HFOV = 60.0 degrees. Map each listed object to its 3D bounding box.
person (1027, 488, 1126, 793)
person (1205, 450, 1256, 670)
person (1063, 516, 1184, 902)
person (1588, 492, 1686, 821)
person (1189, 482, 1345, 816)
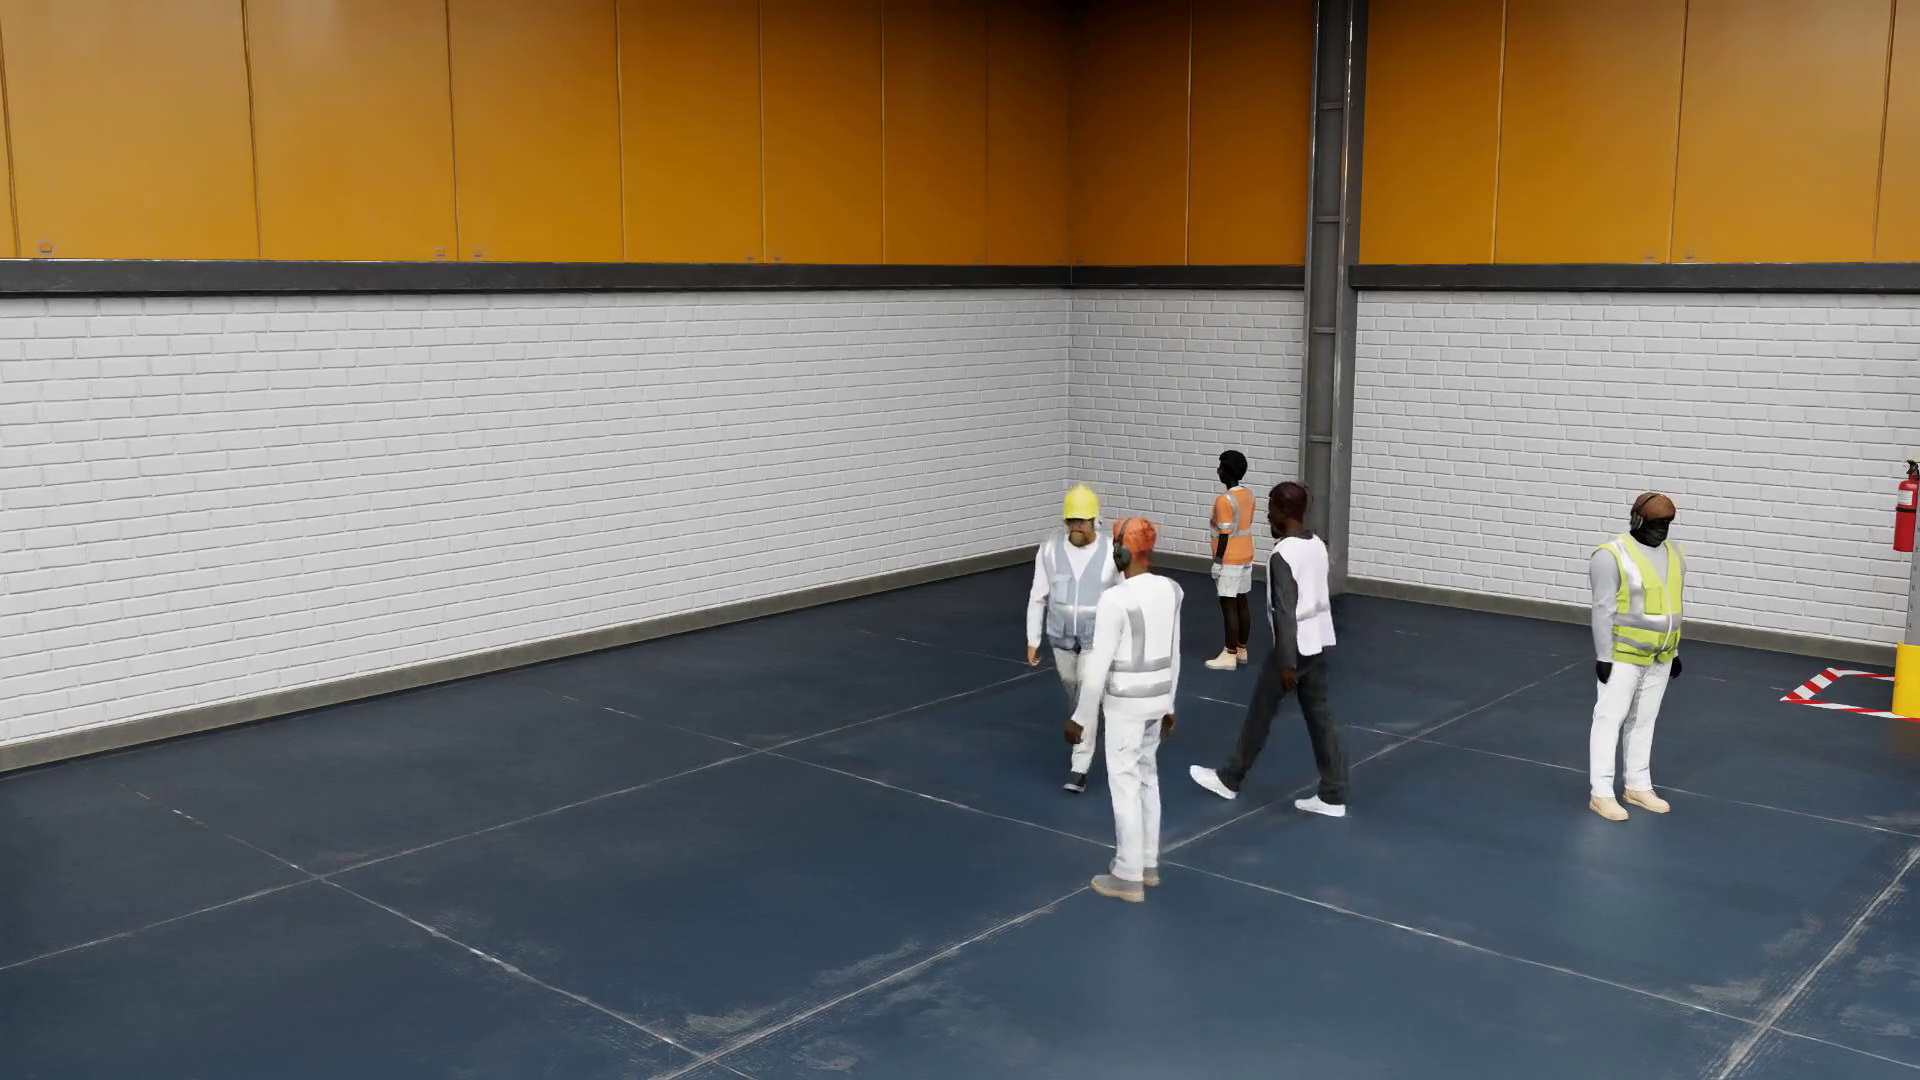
[{"bbox_3d":[0.713,0.564,10.001,0.612,1.780,0.950,3,9,17],"label":"person"},{"bbox_3d":[2.091,0.153,12.832,0.319,1.697,0.533,6,11,32],"label":"person"},{"bbox_3d":[0.822,0.816,8.089,0.393,1.881,0.603,8,12,41],"label":"person"},{"bbox_3d":[3.810,0.642,9.334,0.619,1.837,0.430,-4,10,-23],"label":"person"},{"bbox_3d":[1.814,0.601,9.463,0.963,1.865,0.617,7,11,36],"label":"person"}]
